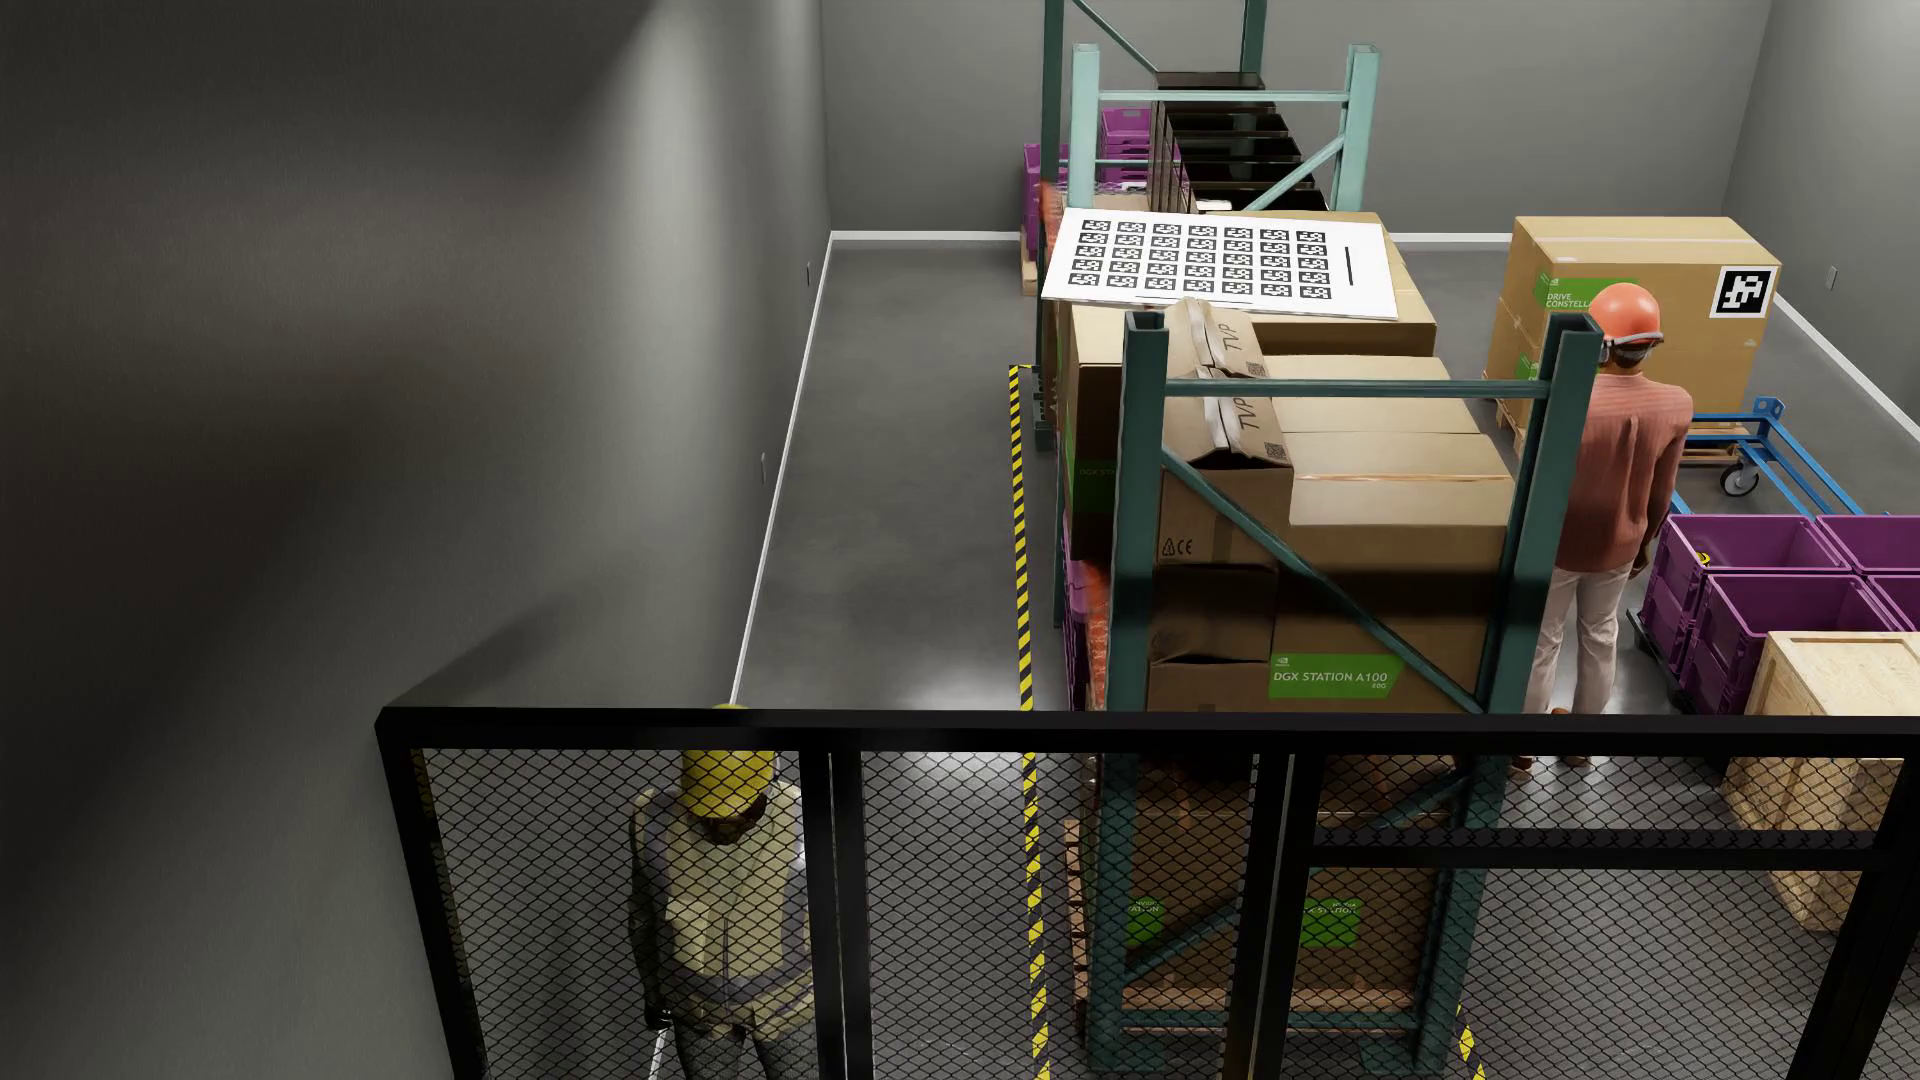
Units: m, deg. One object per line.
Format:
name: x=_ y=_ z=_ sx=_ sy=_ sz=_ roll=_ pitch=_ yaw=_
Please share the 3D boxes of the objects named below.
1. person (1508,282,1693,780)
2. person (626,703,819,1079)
person: x=2.299 y=-0.002 z=6.166 sx=0.624 sy=1.991 sz=0.394 roll=-7 pitch=32 yaw=-12
person: x=-0.568 y=1.176 z=4.368 sx=0.587 sy=1.828 sz=0.404 roll=1 pitch=31 yaw=2
